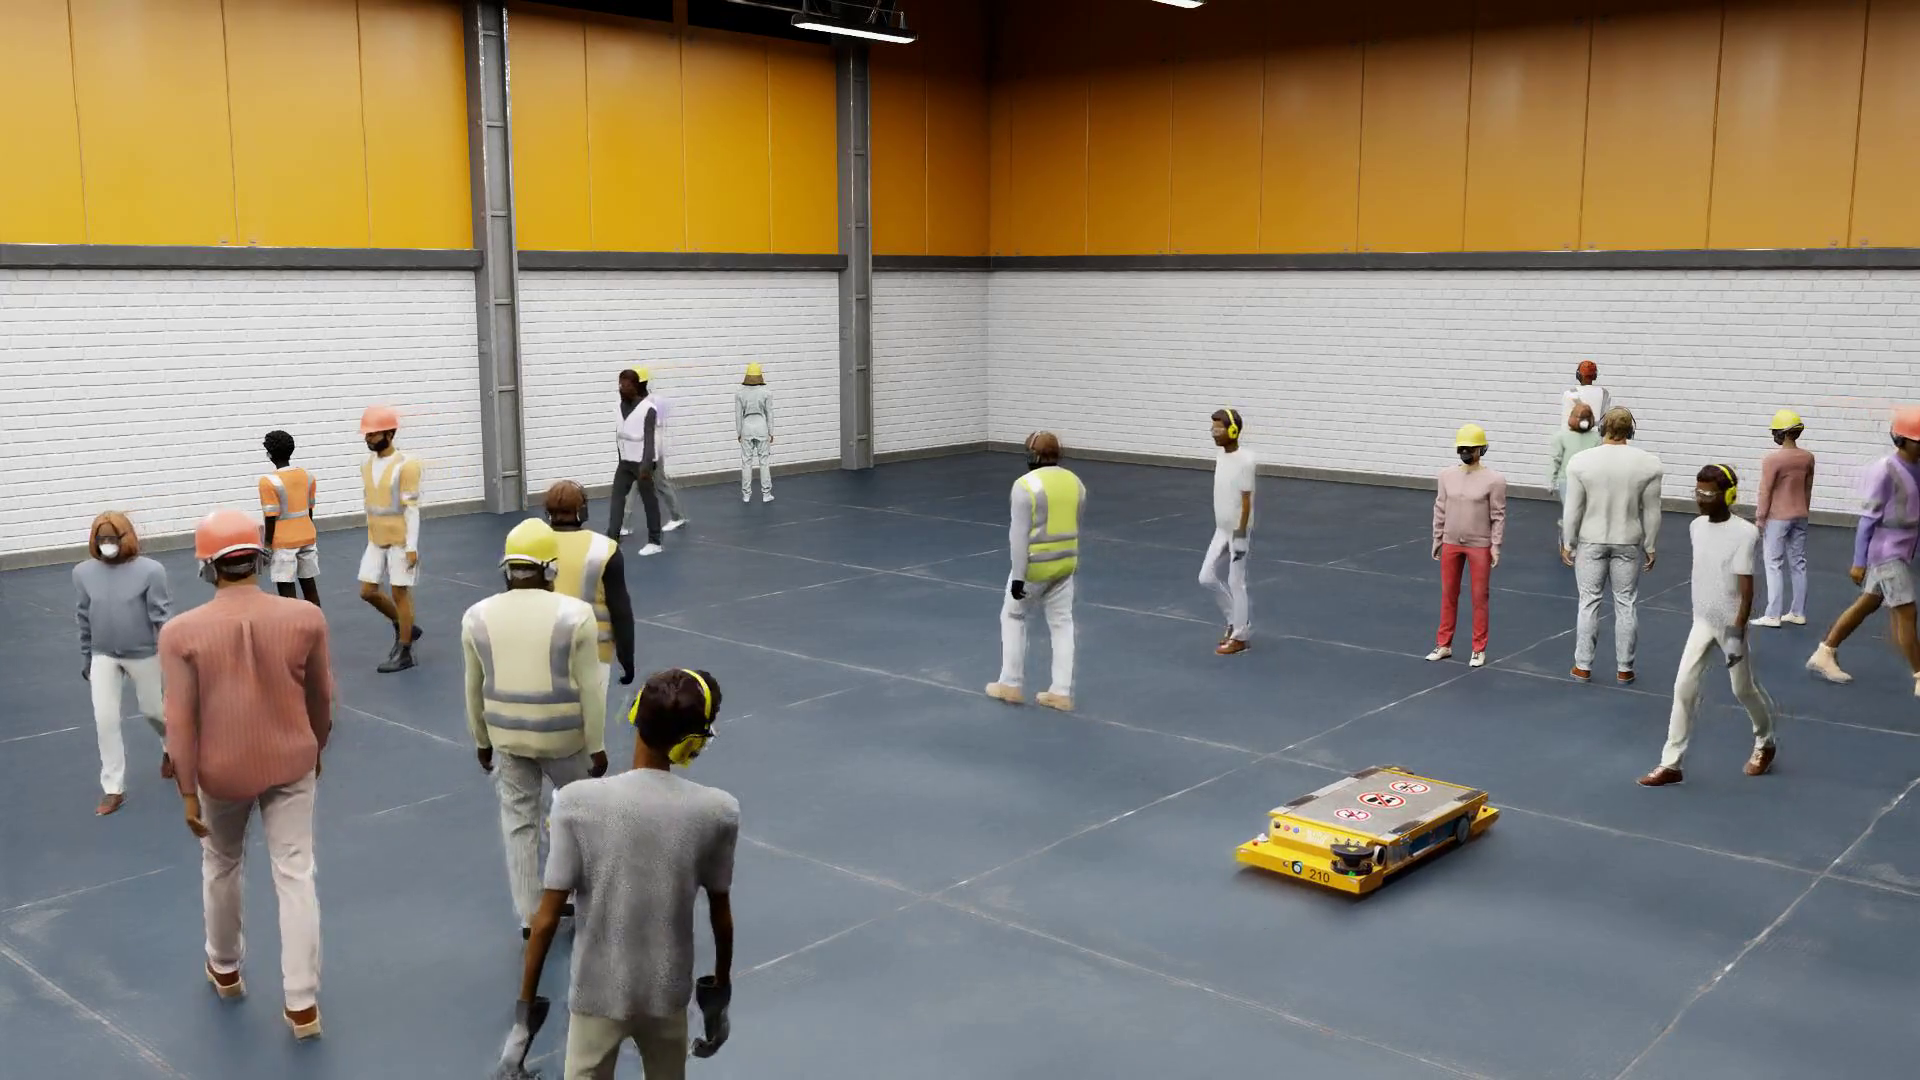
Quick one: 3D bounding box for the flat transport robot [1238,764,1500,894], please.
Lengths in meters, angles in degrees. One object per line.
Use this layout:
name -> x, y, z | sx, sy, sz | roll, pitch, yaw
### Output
flat transport robot -> 2.048, 1.397, 8.225 | 0.652, 0.197, 1.431 | 8, 12, 42

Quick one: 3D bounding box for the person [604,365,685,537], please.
person -> -3.418, -0.978, 18.184 | 0.595, 1.870, 1.028 | 7, 12, 39

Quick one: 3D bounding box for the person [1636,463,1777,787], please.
person -> 4.276, 0.470, 9.255 | 0.995, 1.816, 0.538 | -4, 10, -24

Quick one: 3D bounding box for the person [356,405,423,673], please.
person -> -4.060, -0.006, 11.881 | 0.543, 1.923, 0.444 | 4, 10, 25

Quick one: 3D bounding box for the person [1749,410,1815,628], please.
person -> 6.642, -0.171, 13.435 | 0.521, 1.757, 0.359 | -4, 10, -21

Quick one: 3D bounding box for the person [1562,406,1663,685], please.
person -> 4.505, 0.039, 11.532 | 0.637, 1.938, 0.357 | 2, 9, 15

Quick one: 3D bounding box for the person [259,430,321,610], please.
person -> -4.983, 0.029, 12.356 | 0.321, 1.696, 0.530 | 3, 10, 19

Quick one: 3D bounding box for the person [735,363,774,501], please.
person -> -2.569, -1.348, 20.855 | 0.487, 1.744, 0.294 | 0, 9, 0

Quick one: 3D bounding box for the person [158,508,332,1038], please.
person -> -2.705, 0.853, 6.356 | 0.605, 1.953, 0.967 | -5, 10, -30

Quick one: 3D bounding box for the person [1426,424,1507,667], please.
person -> 3.679, 0.037, 12.083 | 0.523, 1.769, 0.320 | 7, 11, 38

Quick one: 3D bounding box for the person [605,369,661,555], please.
person -> -3.334, -0.751, 16.628 | 0.610, 1.880, 0.921 | 7, 11, 36

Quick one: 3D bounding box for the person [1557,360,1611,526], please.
person -> 7.001, -1.072, 18.688 | 0.575, 1.883, 0.355 | -1, 9, -9

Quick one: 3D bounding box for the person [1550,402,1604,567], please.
person -> 6.075, -0.571, 16.442 | 0.502, 1.602, 0.769 | 0, 9, 0

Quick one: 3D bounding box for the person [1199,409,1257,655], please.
person -> 2.016, -0.051, 12.389 | 0.397, 1.849, 0.529 | -5, 10, -28

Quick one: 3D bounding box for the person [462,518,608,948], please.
person -> -1.772, 0.810, 7.050 | 0.619, 1.818, 0.498 | 1, 9, 5

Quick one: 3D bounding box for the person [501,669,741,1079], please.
person -> -0.917, 1.247, 4.354 | 0.716, 1.815, 0.313 | -4, 10, -22

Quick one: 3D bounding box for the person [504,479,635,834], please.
person -> -2.010, 0.595, 8.494 | 0.657, 1.808, 0.880 | 1, 9, 8

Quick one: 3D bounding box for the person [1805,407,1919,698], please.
person -> 6.284, 0.073, 11.244 | 0.652, 1.977, 1.028 | -6, 11, -35

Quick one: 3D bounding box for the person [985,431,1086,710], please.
person -> 0.481, 0.187, 10.975 | 0.663, 1.817, 0.752 | -7, 12, -39

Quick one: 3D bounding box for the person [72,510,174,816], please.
person -> -4.491, 0.612, 9.014 | 0.503, 1.602, 0.768 | -1, 9, -7
